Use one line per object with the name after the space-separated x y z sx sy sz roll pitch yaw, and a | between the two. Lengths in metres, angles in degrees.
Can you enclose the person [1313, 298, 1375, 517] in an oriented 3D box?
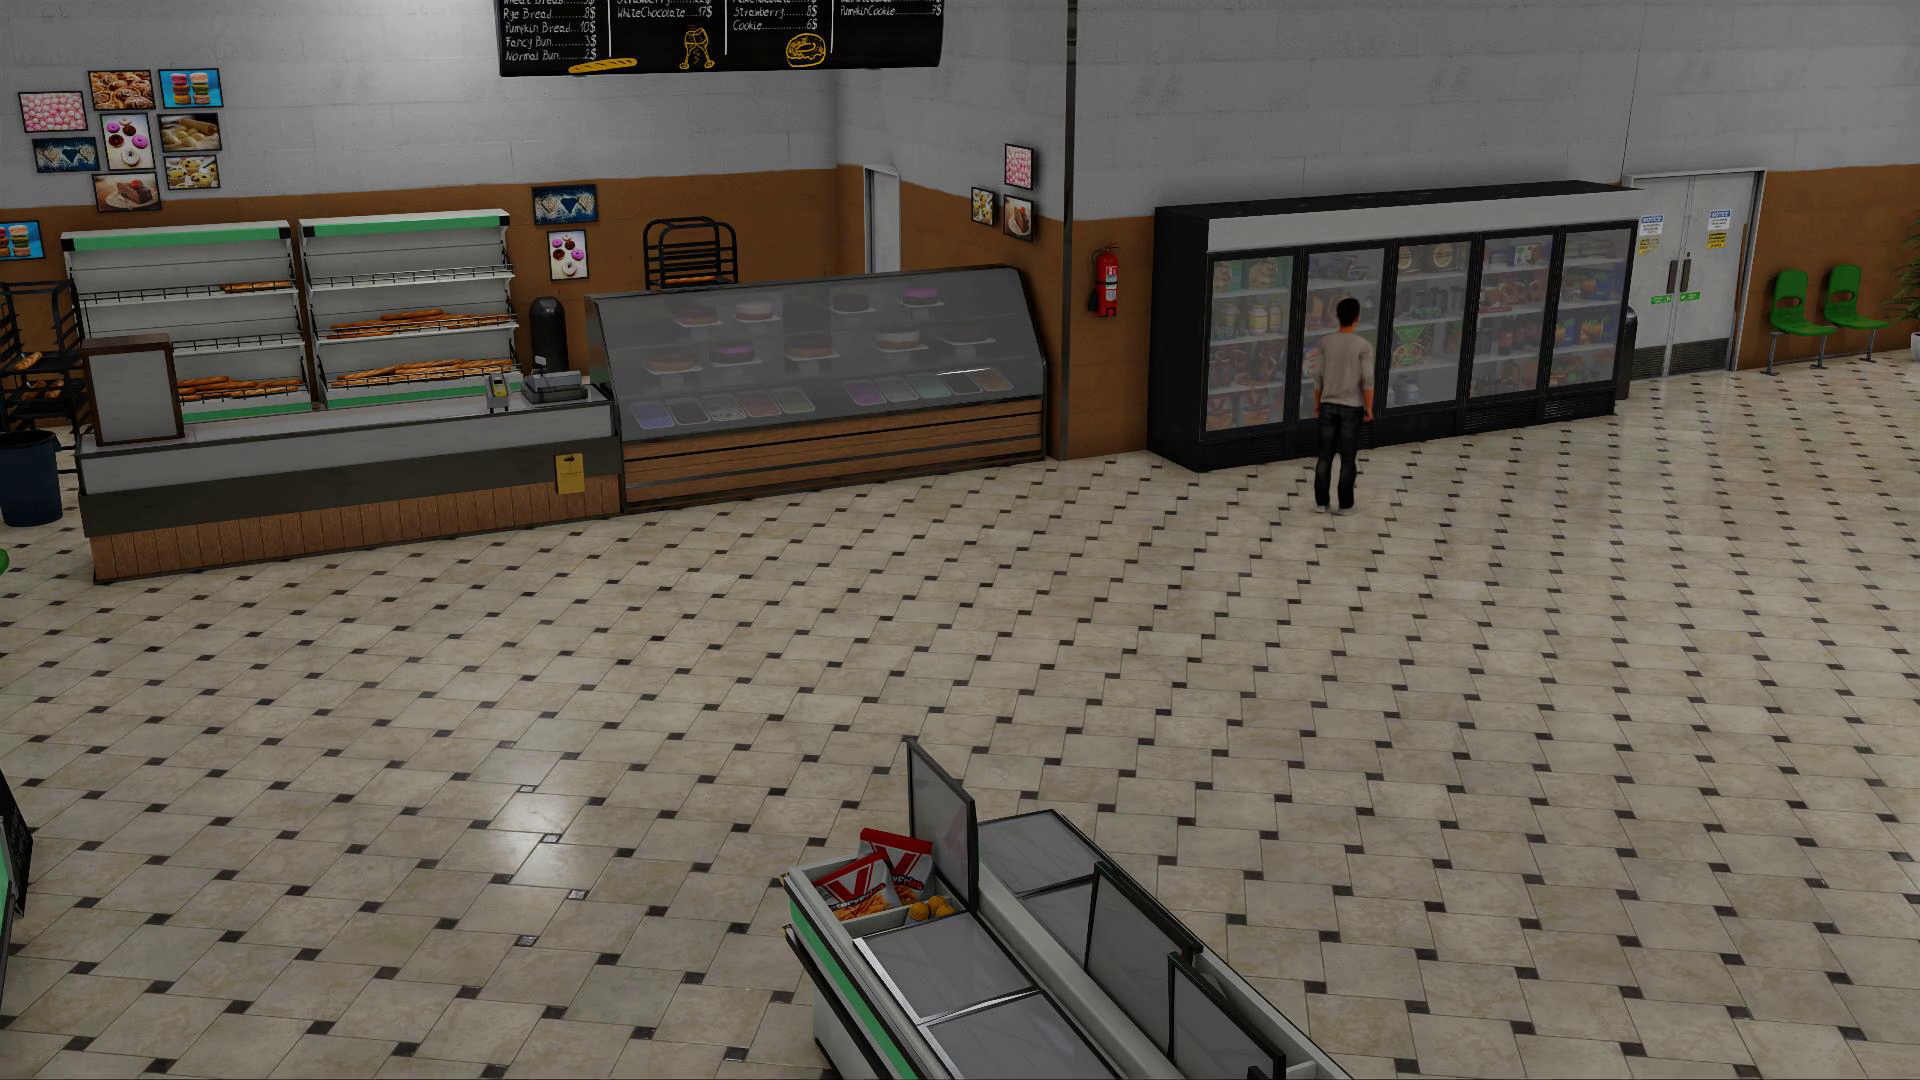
3.166 -1.105 13.819 0.681 1.811 0.796 11 21 29 | person
